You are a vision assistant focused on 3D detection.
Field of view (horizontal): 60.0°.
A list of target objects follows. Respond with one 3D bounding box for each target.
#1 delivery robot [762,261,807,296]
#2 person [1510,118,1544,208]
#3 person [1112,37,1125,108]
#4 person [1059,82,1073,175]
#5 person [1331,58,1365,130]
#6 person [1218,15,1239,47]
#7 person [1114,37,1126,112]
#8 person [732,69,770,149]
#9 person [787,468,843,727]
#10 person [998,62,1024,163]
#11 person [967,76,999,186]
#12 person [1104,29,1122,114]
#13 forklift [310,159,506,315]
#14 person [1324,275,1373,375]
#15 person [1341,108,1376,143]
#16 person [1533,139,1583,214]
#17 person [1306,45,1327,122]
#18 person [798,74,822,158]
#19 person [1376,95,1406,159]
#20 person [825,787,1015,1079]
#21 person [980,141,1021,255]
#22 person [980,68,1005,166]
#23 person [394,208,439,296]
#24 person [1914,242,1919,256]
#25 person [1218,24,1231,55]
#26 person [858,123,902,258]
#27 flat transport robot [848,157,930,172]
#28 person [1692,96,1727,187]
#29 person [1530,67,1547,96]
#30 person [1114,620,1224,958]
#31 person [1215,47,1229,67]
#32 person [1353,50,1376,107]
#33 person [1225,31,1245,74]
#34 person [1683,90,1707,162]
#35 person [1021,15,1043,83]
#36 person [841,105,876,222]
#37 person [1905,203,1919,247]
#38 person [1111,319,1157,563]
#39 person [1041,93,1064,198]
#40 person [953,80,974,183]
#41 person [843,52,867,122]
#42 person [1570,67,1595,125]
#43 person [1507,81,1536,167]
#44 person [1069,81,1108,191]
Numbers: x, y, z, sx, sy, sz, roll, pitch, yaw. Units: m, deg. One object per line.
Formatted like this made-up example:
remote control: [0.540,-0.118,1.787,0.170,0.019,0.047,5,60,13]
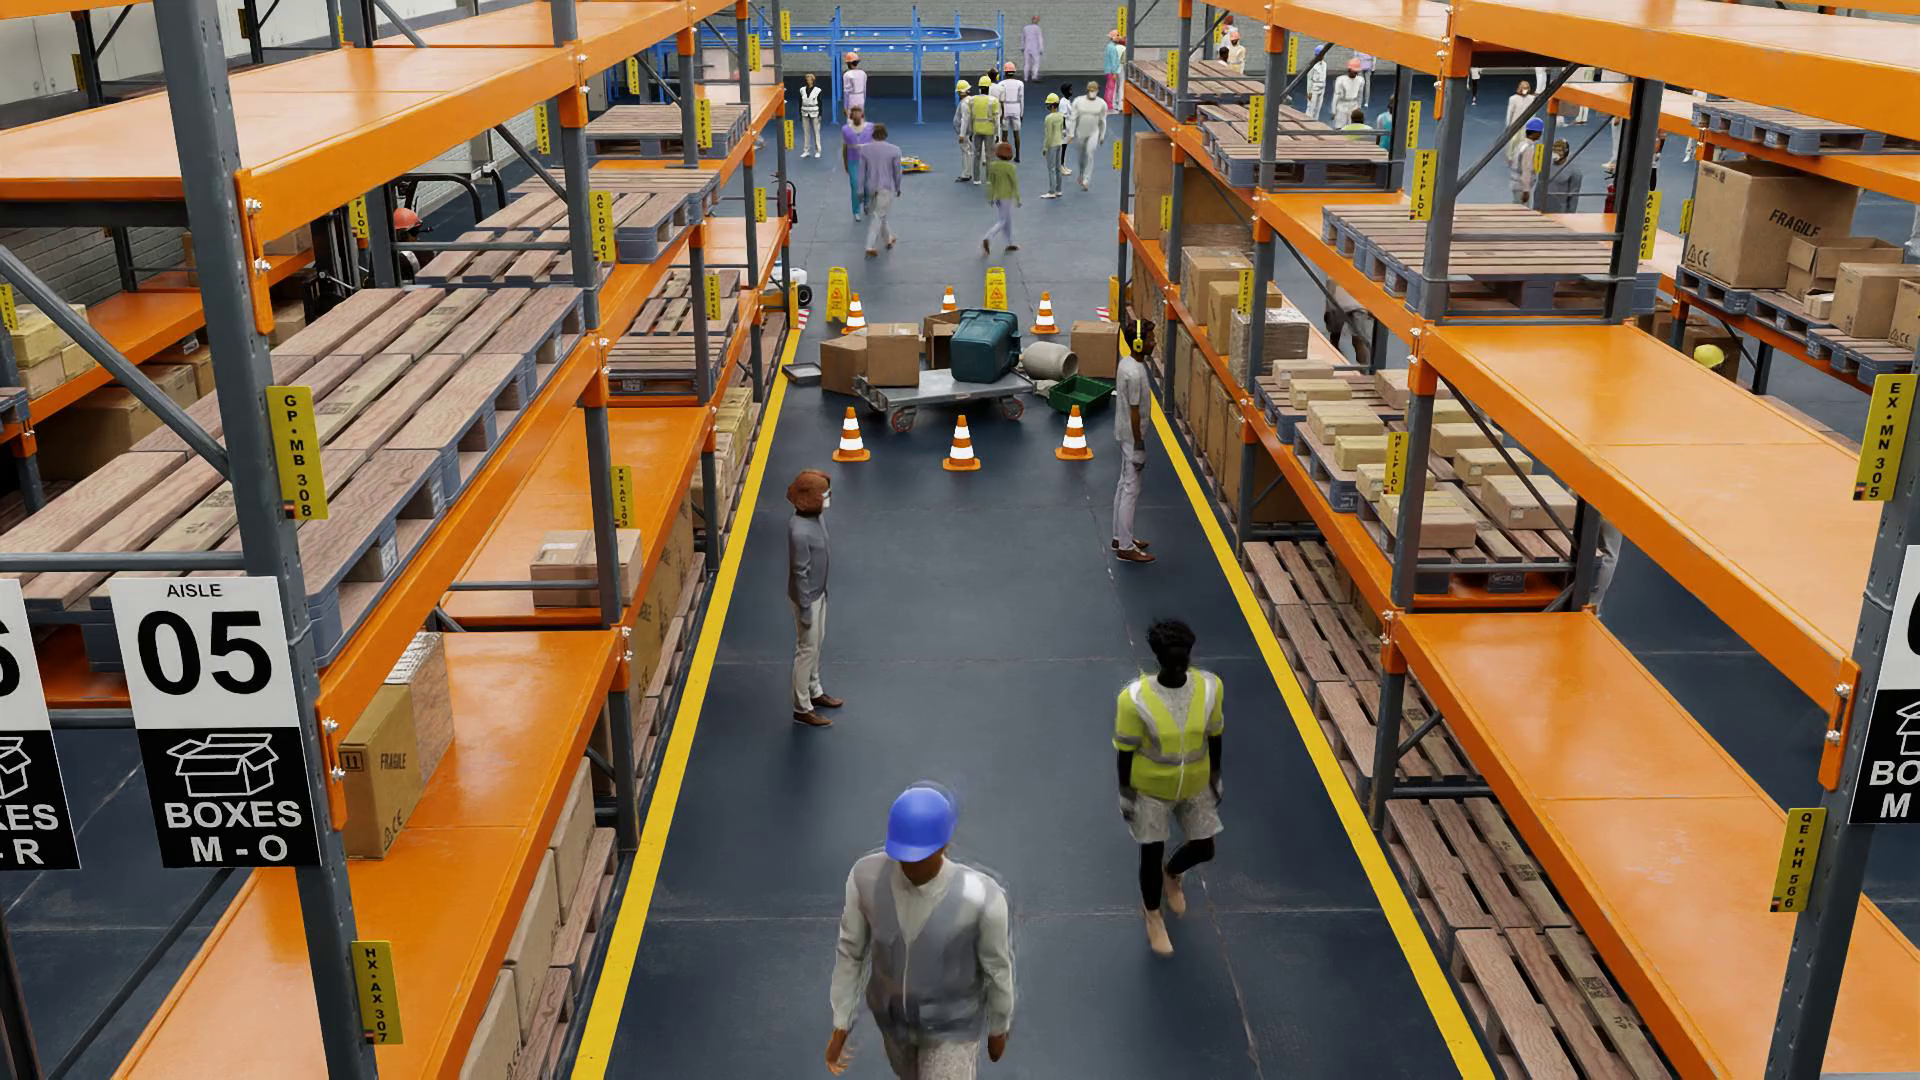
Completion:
delivery robot: [-2.296,-3.263,20.915,0.707,0.478,0.477,-13,24,-30]
person: [8.136,-5.093,23.958,0.413,1.938,0.619,2,21,6]
person: [3.965,-11.528,41.044,0.356,1.883,0.574,-13,24,-31]
person: [1.982,-7.732,31.267,0.320,1.698,0.531,4,21,10]
person: [7.653,-8.552,33.013,0.616,2.015,0.760,-5,21,-14]
person: [7.888,-14.359,48.566,0.581,1.860,0.695,15,25,34]
person: [3.953,-11.502,41.026,0.379,1.844,0.570,-9,23,-22]
person: [-4.416,-9.094,34.507,1.027,1.945,0.643,18,27,39]
person: [-0.894,0.340,10.038,0.287,1.626,0.508,2,21,6]
person: [0.976,-8.410,32.746,0.546,1.929,0.383,-3,21,-8]
person: [0.434,-7.368,29.985,0.594,1.926,0.368,8,22,19]
person: [3.740,-11.463,40.719,0.400,1.989,0.623,-3,21,-7]
forklift: [-5.622,-2.910,17.832,2.313,2.155,1.214,-1,21,-1]
person: [4.002,-2.417,16.952,0.556,1.905,0.944,-1,21,-2]
person: [6.260,-5.846,26.137,0.704,1.823,0.486,18,27,39]
person: [7.759,-4.261,21.758,0.371,1.941,0.627,-16,26,-37]
person: [7.838,-9.867,36.564,0.611,1.947,0.388,-19,28,-41]
person: [-3.003,-8.527,33.455,0.513,1.638,0.307,7,22,17]
person: [7.243,-6.562,27.986,0.530,1.832,0.472,2,21,5]
person: [-0.169,1.752,5.915,0.613,1.900,0.976,9,23,23]
person: [0.588,-4.927,23.980,0.748,1.608,0.496,-13,24,-31]
person: [0.617,-8.191,32.266,0.503,1.861,0.325,2,21,6]
person: [-5.286,-2.216,16.231,0.417,2.034,0.604,5,21,14]
person: [14.198,-4.880,23.523,1.019,1.854,0.643,12,24,30]
person: [7.357,-13.524,46.501,0.327,1.751,0.560,-4,21,-11]
person: [-1.135,-5.030,23.899,0.618,1.870,1.068,9,22,22]
flat transport robot: [-1.355,-7.133,31.669,1.431,0.197,0.652,-11,23,-26]
person: [12.653,-6.588,28.016,0.517,1.865,0.328,9,22,22]
person: [15.571,-12.879,44.553,0.379,1.932,0.638,19,28,40]
person: [0.974,1.144,7.814,0.555,1.685,0.381,-5,21,-13]
person: [5.734,-9.925,36.780,0.407,1.908,0.597,-6,21,-15]
person: [10.207,-11.939,42.068,0.588,1.927,0.369,-1,21,-3]
person: [6.737,-11.554,41.042,0.551,1.932,0.378,17,27,38]
person: [14.619,-8.324,32.771,0.487,1.744,0.294,11,23,26]
person: [2.049,-14.187,48.082,0.833,1.889,0.448,16,26,36]
person: [-1.628,-6.095,26.773,0.565,1.821,0.801,-3,21,-7]
person: [14.310,-5.188,24.496,0.486,1.736,0.320,1,21,2]
person: [1.332,-0.757,12.593,0.328,1.872,0.513,-1,21,-3]
person: [1.594,-6.797,28.702,0.311,1.769,0.522,13,24,30]
person: [0.079,-7.452,30.351,0.403,1.825,0.586,4,21,10]
person: [-2.156,-8.848,33.761,0.417,2.034,0.603,16,26,36]
person: [14.503,-10.485,38.649,0.507,1.623,0.293,-15,25,-34]
person: [10.888,-8.063,32.261,0.518,1.615,0.533,-1,21,-3]
person: [2.285,-7.226,29.668,0.679,1.899,0.828,3,21,7]
